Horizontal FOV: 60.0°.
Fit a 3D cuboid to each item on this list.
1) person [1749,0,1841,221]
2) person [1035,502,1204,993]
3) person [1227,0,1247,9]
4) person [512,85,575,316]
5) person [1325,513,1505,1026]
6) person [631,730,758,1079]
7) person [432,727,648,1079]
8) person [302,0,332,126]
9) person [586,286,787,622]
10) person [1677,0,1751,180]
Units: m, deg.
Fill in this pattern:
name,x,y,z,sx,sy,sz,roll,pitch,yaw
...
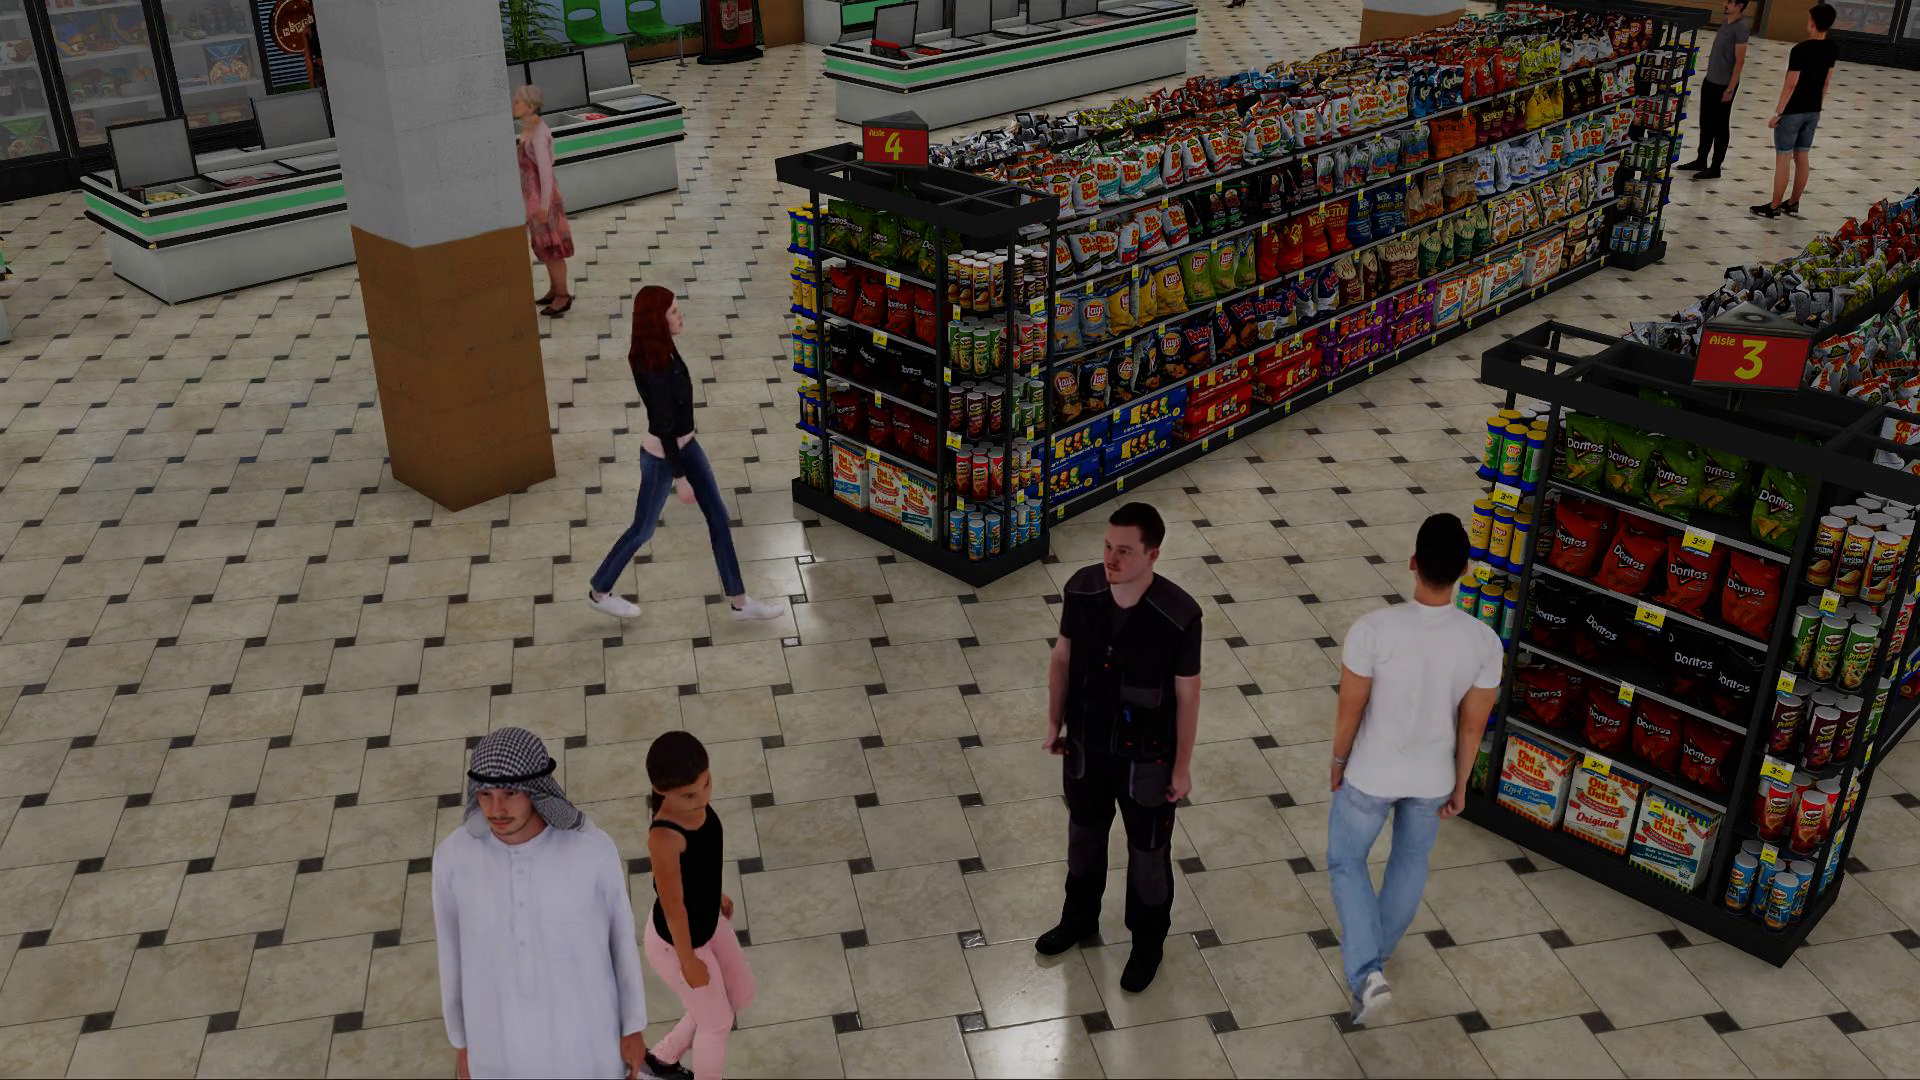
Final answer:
name,x,y,z,sx,sy,sz,roll,pitch,yaw
person,7.394,-3.763,14.625,0.644,1.846,0.793,-10,29,-19
person,0.565,0.714,5.798,0.768,1.846,0.658,17,31,30
person,4.174,-8.838,24.703,0.670,1.781,0.492,19,33,33
person,-3.096,-2.528,12.361,0.697,1.690,0.682,-10,28,-18
person,1.495,0.811,5.607,1.055,1.844,1.130,1,27,2
person,-0.888,1.222,5.134,0.796,1.539,0.738,0,27,1
person,-1.112,1.331,4.491,0.780,1.926,0.861,-3,27,-6
person,-6.081,-4.430,16.101,0.586,1.700,0.708,-11,29,-21
person,-1.483,-0.337,7.984,1.177,1.742,1.177,2,27,3
person,7.301,-4.381,15.943,0.745,1.755,0.702,-2,27,-4
